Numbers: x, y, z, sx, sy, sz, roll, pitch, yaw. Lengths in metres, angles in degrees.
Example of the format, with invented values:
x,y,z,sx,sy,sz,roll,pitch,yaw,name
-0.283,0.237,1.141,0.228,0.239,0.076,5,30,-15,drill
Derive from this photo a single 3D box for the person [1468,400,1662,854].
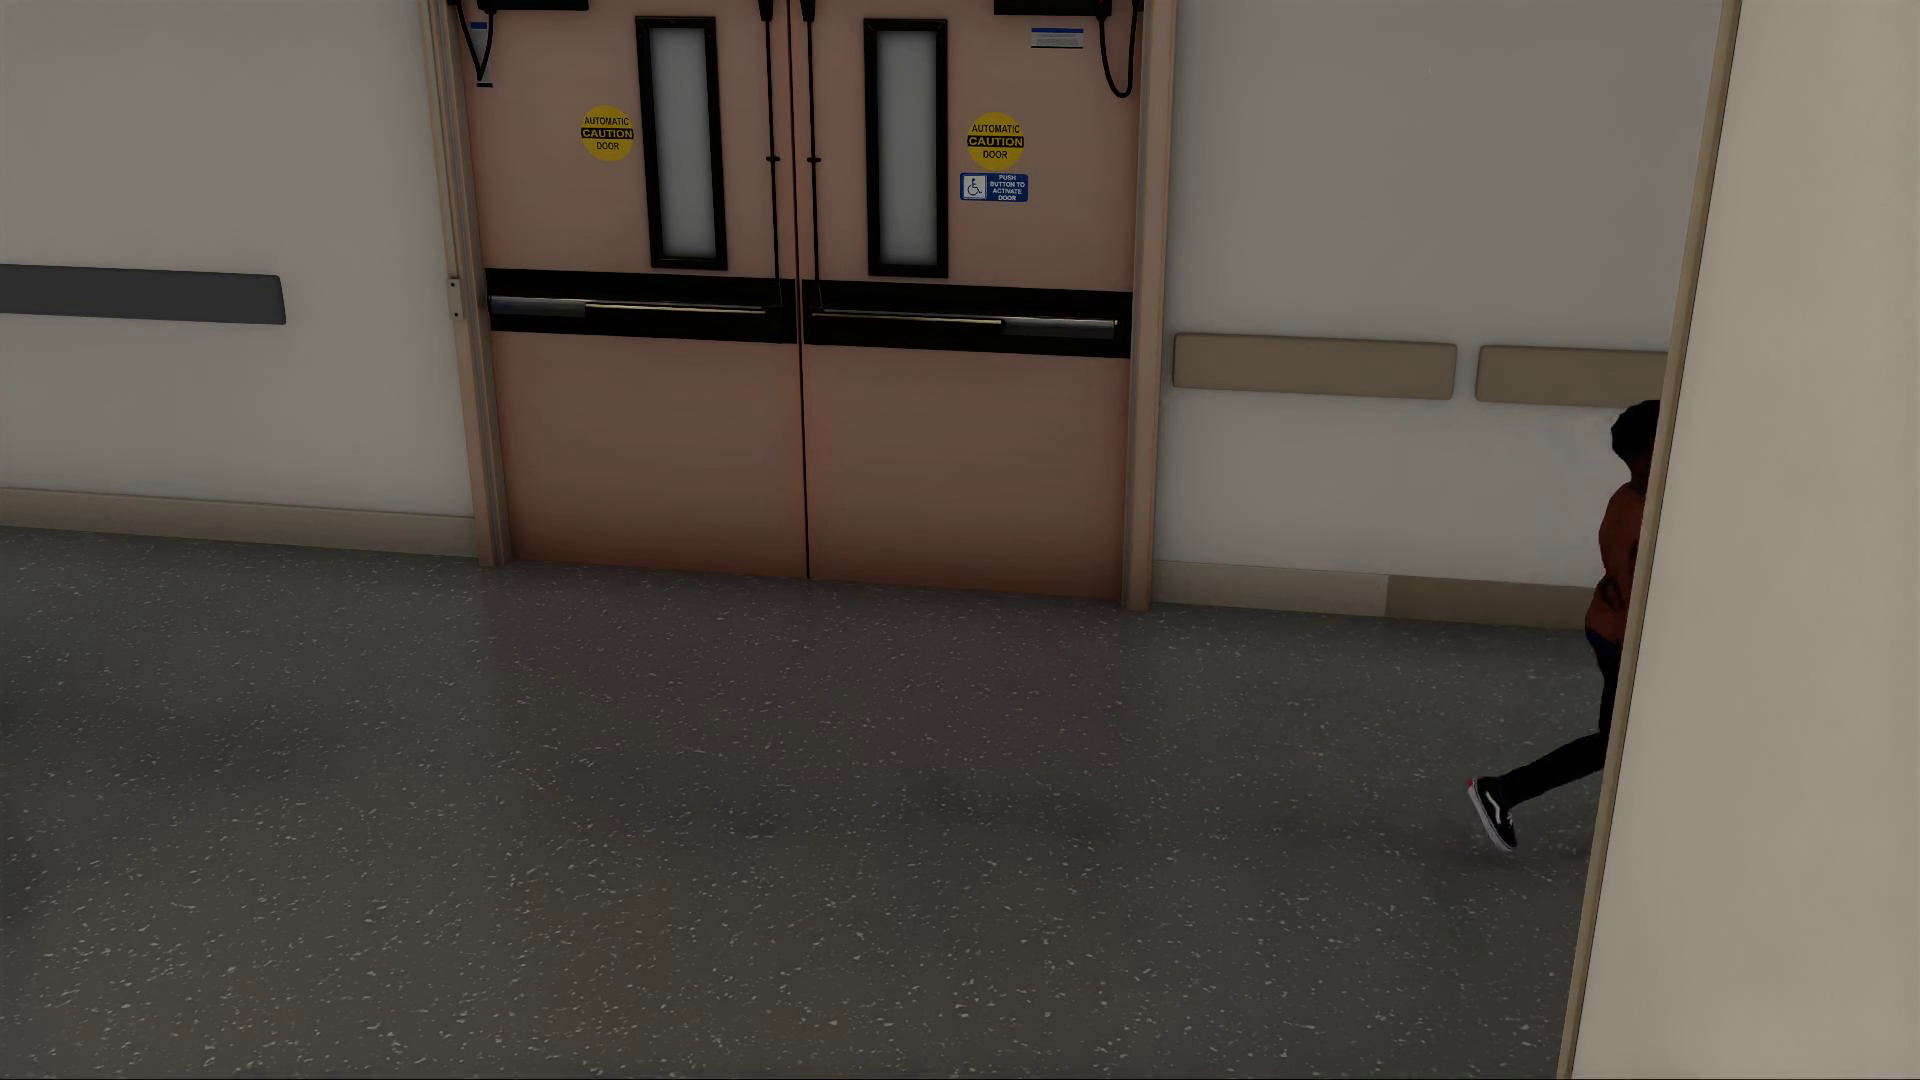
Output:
x,y,z,sx,sy,sz,roll,pitch,yaw,name
1.611,0.260,4.146,0.848,1.239,0.547,3,21,7,person
